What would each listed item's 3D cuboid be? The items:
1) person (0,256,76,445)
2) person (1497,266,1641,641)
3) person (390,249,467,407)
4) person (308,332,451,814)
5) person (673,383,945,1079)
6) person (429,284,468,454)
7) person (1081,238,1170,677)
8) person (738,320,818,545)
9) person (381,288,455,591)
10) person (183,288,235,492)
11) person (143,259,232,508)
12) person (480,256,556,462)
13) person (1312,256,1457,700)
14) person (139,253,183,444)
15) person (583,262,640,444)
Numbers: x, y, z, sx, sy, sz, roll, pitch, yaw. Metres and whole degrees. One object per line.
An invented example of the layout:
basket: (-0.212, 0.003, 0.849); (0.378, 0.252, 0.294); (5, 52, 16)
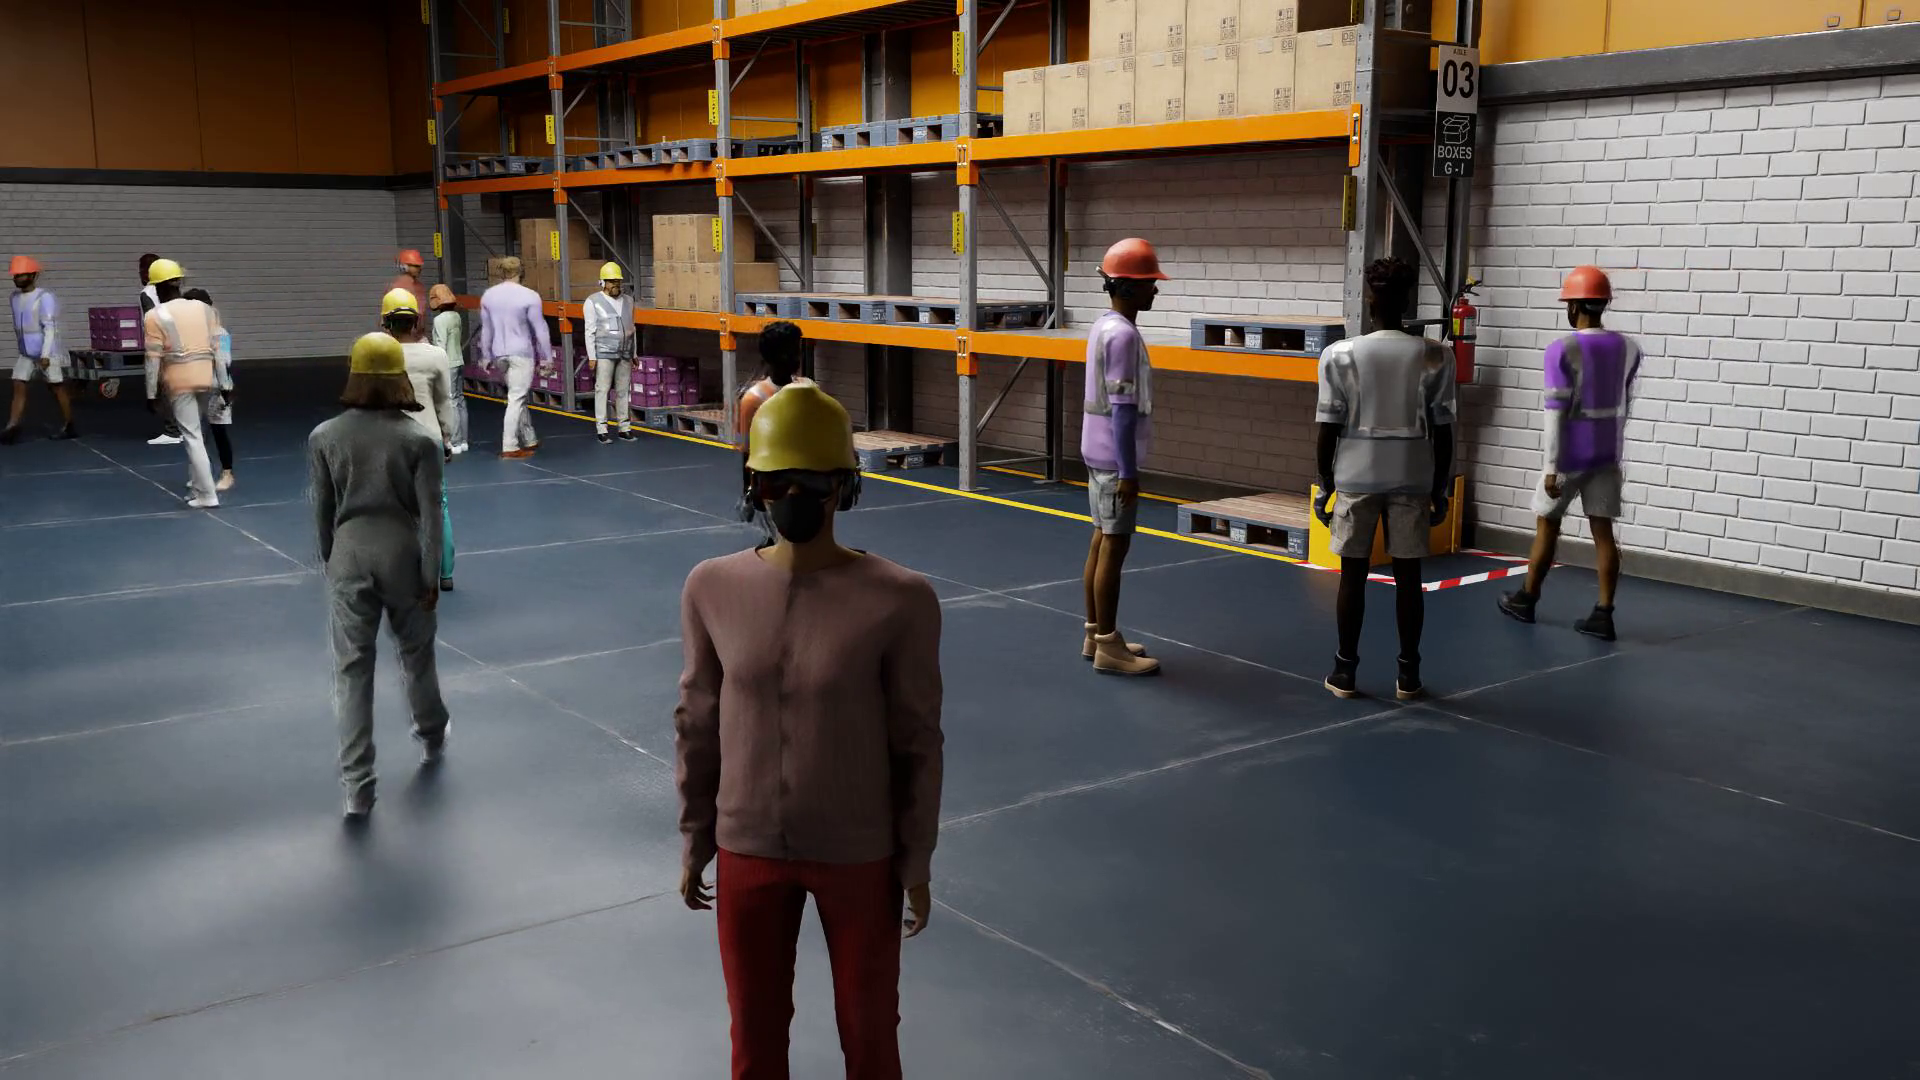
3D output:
person: (-9.398, -1.908, 16.806); (0.569, 1.882, 0.976); (3, 11, 16)
person: (3.198, -0.455, 8.646); (0.558, 1.924, 0.676); (-2, 10, -12)
person: (-6.228, -2.348, 19.109); (1.047, 1.936, 0.622); (4, 11, 20)
person: (-2.123, 0.093, 6.134); (0.504, 1.697, 0.916); (-1, 10, -7)
person: (-0.292, 0.587, 3.163); (0.528, 1.772, 0.304); (2, 10, 11)
person: (-4.939, -1.644, 16.040); (0.282, 1.633, 0.498); (1, 10, 5)
person: (0.772, -0.389, 7.862); (0.397, 2.044, 0.609); (-1, 10, -3)
person: (-0.938, -0.279, 8.335); (0.862, 1.655, 0.522); (6, 12, 29)
person: (-3.179, -0.557, 9.578); (0.533, 1.767, 0.327); (-9, 13, -40)
person: (-6.092, -1.208, 13.477); (0.550, 1.662, 0.456); (3, 10, 14)
person: (-5.950, -1.185, 12.706); (0.640, 1.898, 0.643); (5, 11, 25)
person: (-4.108, -1.708, 15.672); (0.688, 1.890, 0.888); (5, 11, 25)
person: (1.872, -0.263, 7.369); (0.610, 1.966, 0.363); (1, 10, 7)
person: (-8.071, -1.930, 16.841); (0.395, 1.919, 0.590); (0, 10, -2)
person: (-3.514, -1.895, 16.884); (0.600, 1.831, 0.404); (-10, 14, -44)
